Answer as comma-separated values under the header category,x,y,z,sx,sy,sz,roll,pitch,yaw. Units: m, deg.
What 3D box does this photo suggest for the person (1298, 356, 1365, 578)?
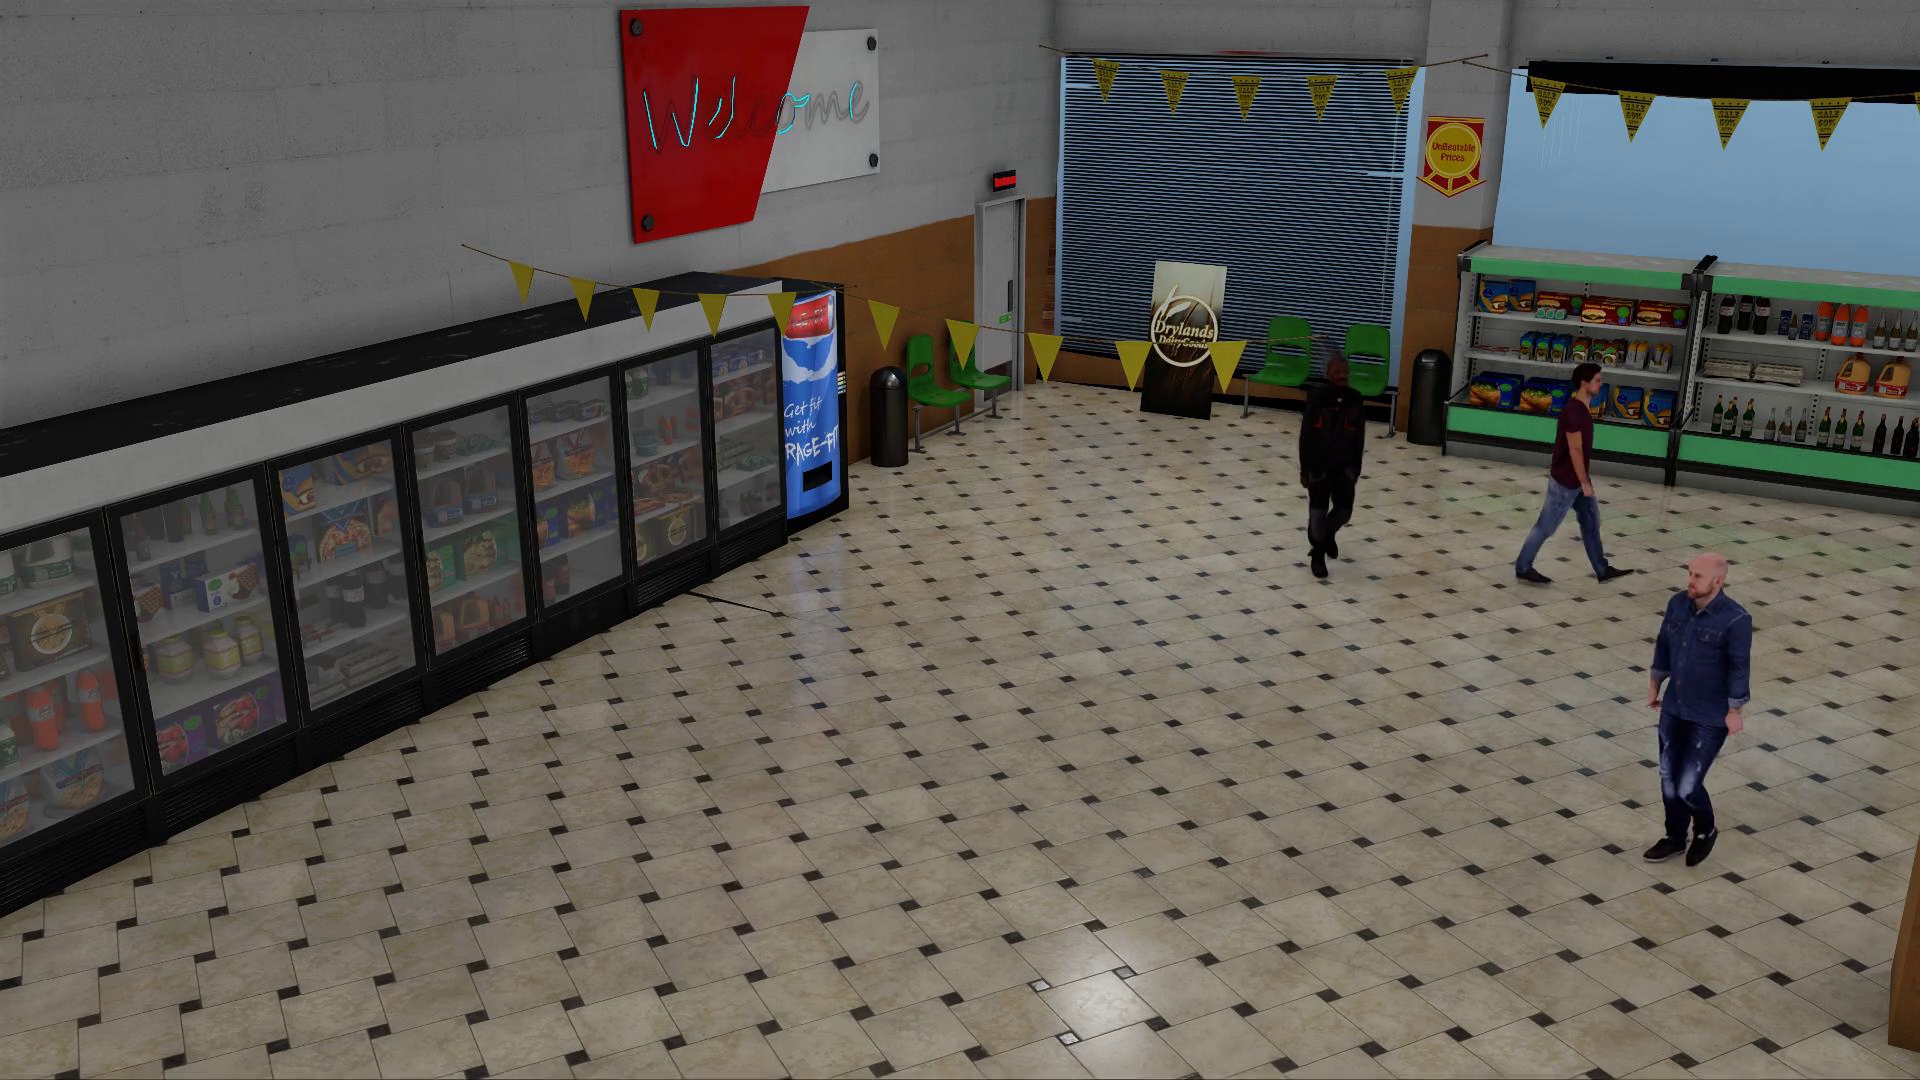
category,x,y,z,sx,sy,sz,roll,pitch,yaw
person,3.005,-0.640,13.651,0.954,1.805,0.991,-1,19,-3

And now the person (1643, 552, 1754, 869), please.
category,x,y,z,sx,sy,sz,roll,pitch,yaw
person,4.036,0.925,8.999,0.923,1.811,0.825,-9,20,-24

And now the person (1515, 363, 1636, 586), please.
category,x,y,z,sx,sy,sz,roll,pitch,yaw
person,4.742,-0.486,13.190,1.089,1.807,0.657,11,21,29
